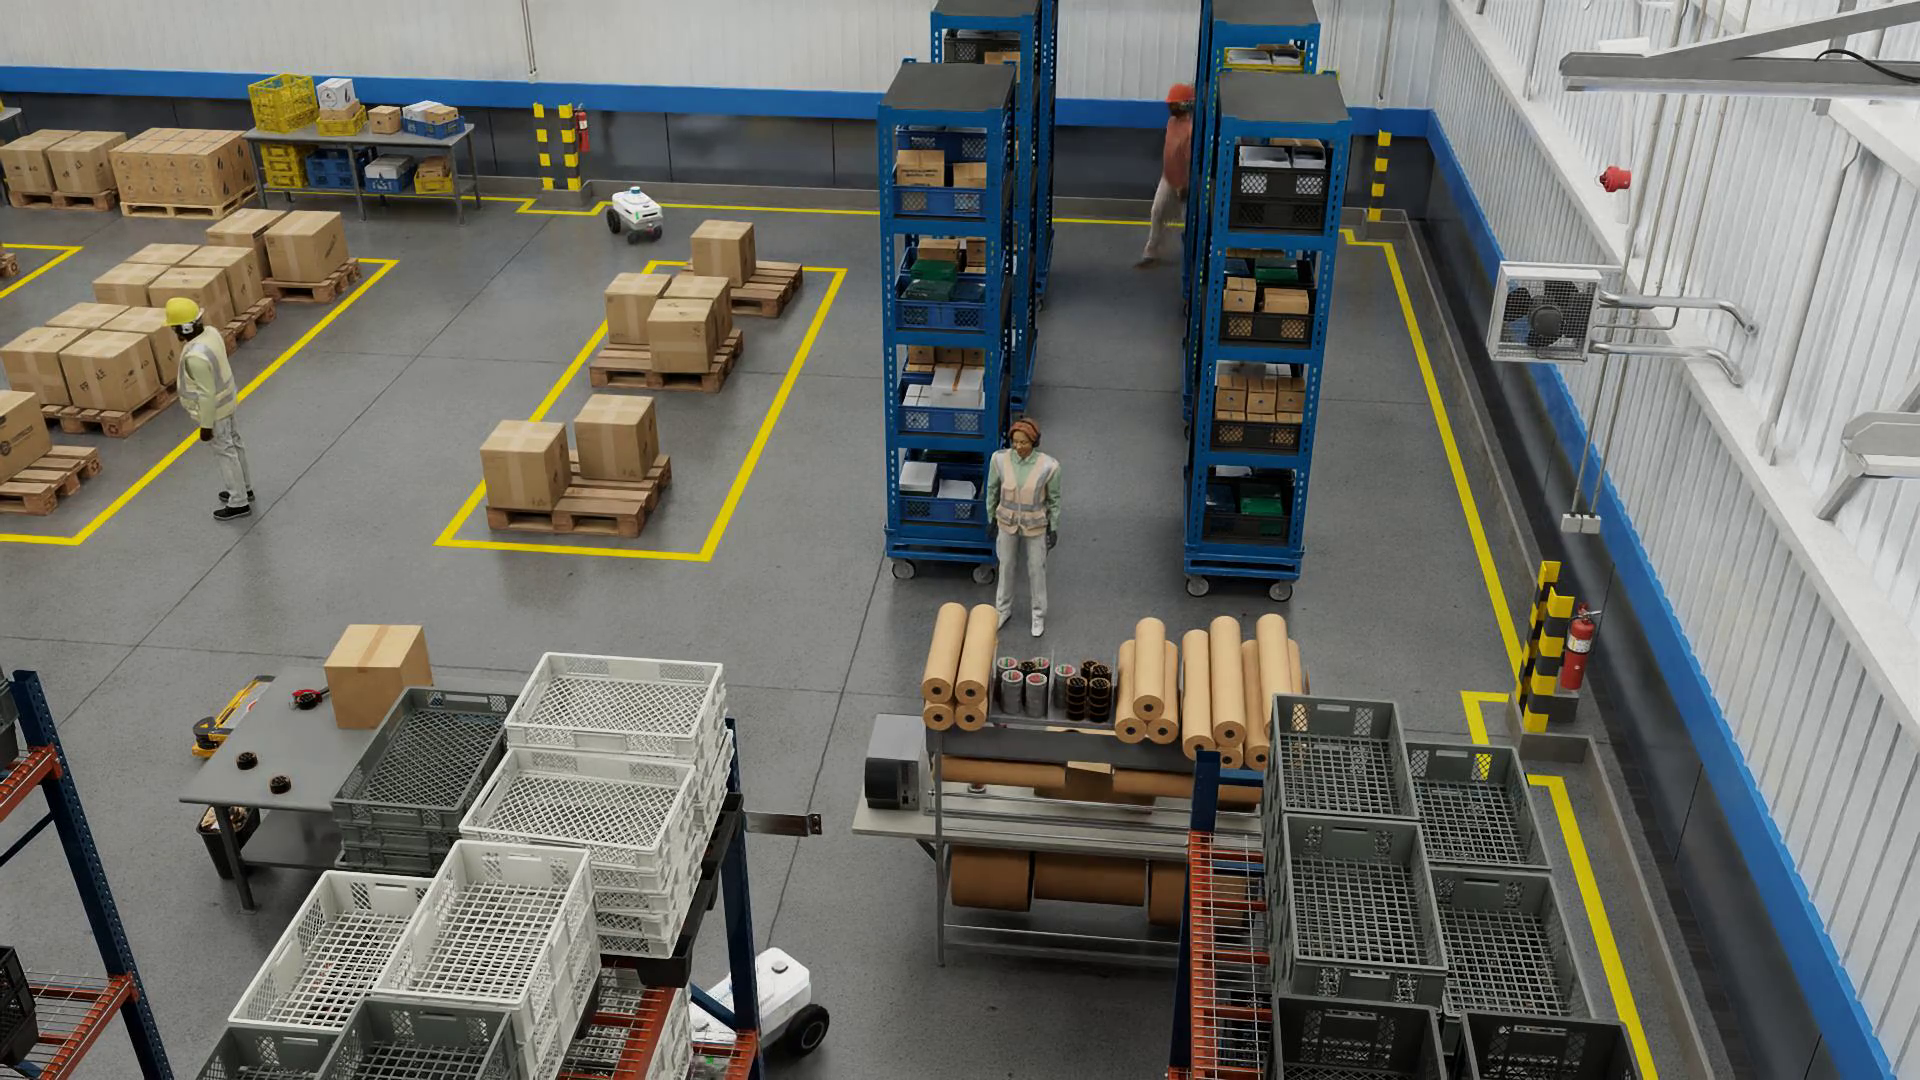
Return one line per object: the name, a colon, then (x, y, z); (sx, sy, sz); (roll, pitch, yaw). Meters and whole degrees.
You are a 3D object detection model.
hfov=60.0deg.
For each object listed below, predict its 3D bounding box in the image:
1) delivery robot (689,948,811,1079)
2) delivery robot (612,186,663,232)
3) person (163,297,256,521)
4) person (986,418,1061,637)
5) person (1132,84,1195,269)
delivery robot: (-1.083, 2.339, 8.259); (0.477, 0.478, 0.707); (25, 38, 36)
delivery robot: (-3.621, -3.720, 18.666); (0.477, 0.478, 0.707); (-18, 35, -28)
person: (-5.803, -1.030, 12.878); (0.403, 1.828, 0.587); (-5, 31, -9)
person: (0.431, -0.092, 11.452); (0.522, 1.640, 0.306); (8, 31, 13)
person: (2.356, -3.849, 17.605); (0.979, 1.950, 0.621); (-15, 34, -24)
